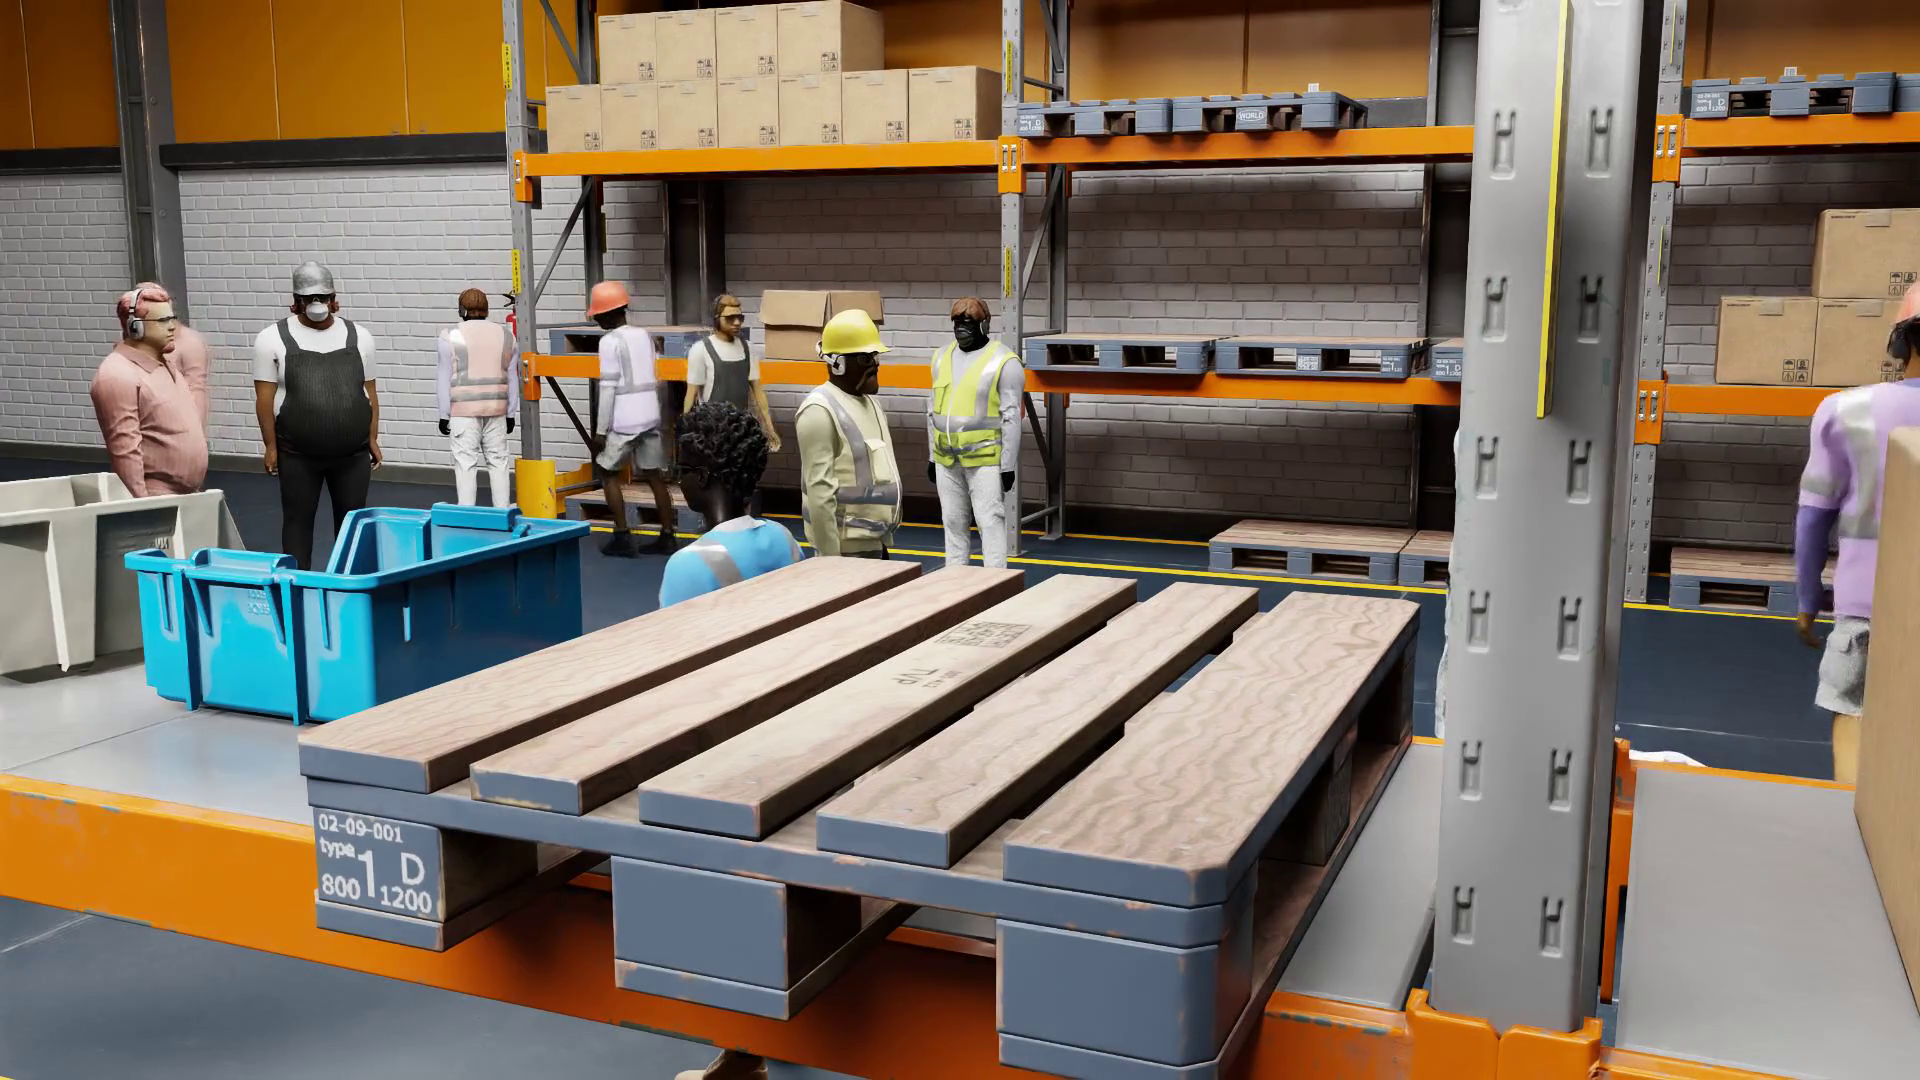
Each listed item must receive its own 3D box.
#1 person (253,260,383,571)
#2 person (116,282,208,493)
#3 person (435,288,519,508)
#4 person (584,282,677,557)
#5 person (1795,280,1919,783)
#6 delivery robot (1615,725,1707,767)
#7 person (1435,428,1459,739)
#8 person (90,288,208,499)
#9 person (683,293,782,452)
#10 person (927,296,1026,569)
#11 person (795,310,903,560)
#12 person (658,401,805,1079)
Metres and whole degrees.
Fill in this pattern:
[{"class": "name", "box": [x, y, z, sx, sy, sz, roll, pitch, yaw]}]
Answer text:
[{"class": "person", "box": [-3.641, -0.578, 9.535, 0.688, 2.000, 0.536, -6, 11, -33]}, {"class": "person", "box": [-5.190, -0.707, 10.743, 0.678, 1.888, 0.540, 2, 10, 10]}, {"class": "person", "box": [-3.587, -0.944, 12.360, 0.620, 1.836, 0.429, -8, 12, -39]}, {"class": "person", "box": [-2.273, -0.797, 11.322, 0.547, 1.896, 0.555, 5, 11, 27]}, {"class": "person", "box": [2.867, 0.196, 5.018, 0.626, 2.008, 0.932, 4, 10, 22]}, {"class": "delivery robot", "box": [2.033, 0.823, 5.304, 0.707, 0.478, 0.477, -1, 10, -8]}, {"class": "person", "box": [2.066, 0.088, 6.432, 0.305, 1.745, 0.483, 9, 13, 42]}, {"class": "person", "box": [-3.586, -0.167, 7.477, 0.410, 1.909, 0.642, -1, 10, -7]}, {"class": "person", "box": [-1.492, -0.704, 10.965, 0.748, 1.816, 0.537, 8, 13, 41]}, {"class": "person", "box": [0.063, -0.458, 9.453, 0.624, 1.837, 0.428, 7, 12, 37]}, {"class": "person", "box": [-0.435, -0.017, 6.797, 0.404, 1.833, 0.590, 3, 10, 18]}, {"class": "person", "box": [-0.546, 0.515, 4.016, 0.318, 1.695, 0.539, 3, 10, 19]}]
